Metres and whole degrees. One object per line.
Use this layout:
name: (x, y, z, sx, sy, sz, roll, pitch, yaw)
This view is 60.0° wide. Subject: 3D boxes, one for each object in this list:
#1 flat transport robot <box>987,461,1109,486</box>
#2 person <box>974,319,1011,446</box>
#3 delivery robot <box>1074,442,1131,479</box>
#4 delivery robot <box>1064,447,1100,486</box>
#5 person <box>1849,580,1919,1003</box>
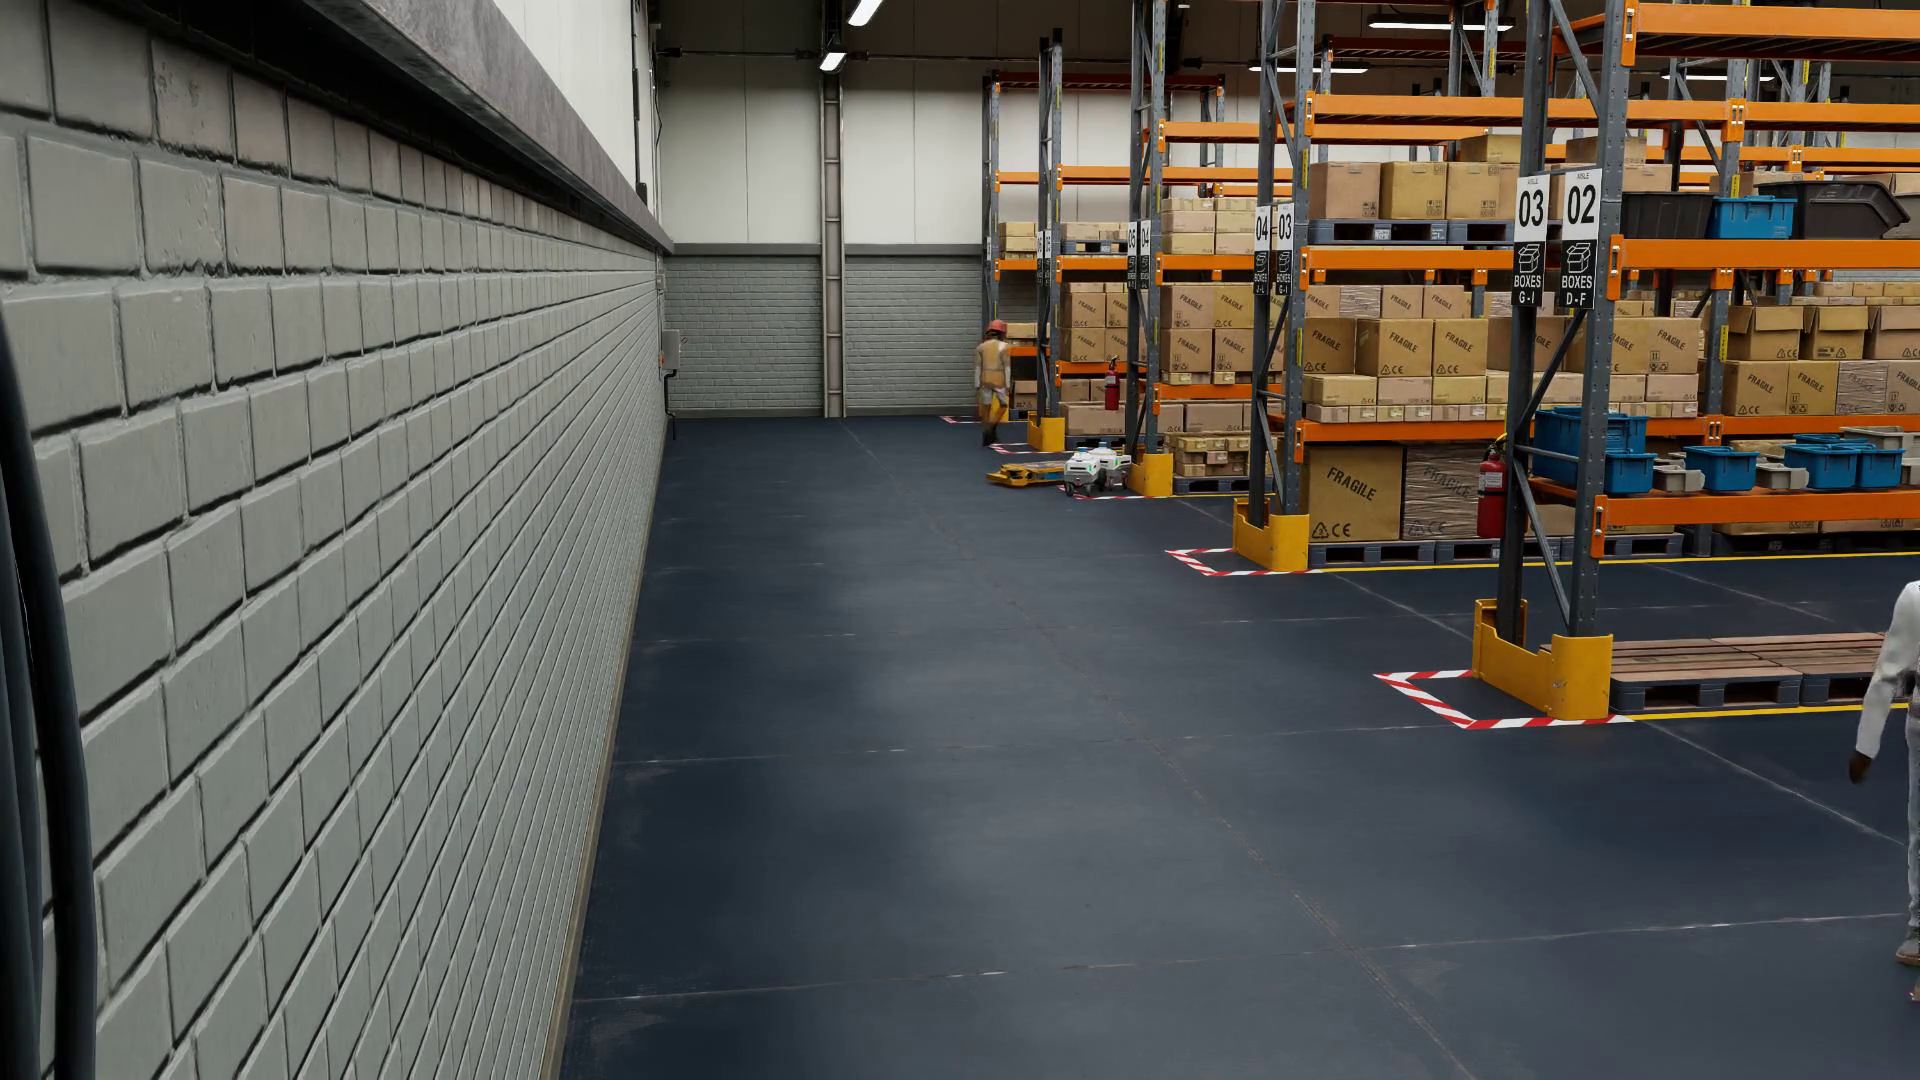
flat transport robot: (1.116, -0.849, 20.825, 1.431, 0.197, 0.652, -5, 10, -27)
person: (0.503, -2.384, 25.253, 0.661, 1.908, 0.485, 5, 10, 27)
delivery robot: (1.737, -0.948, 20.276, 0.707, 0.478, 0.477, 8, 12, 42)
delivery robot: (1.452, -0.860, 19.734, 0.477, 0.478, 0.707, 2, 9, 13)
person: (3.624, 0.766, 6.040, 0.675, 1.827, 0.909, 5, 10, 27)
